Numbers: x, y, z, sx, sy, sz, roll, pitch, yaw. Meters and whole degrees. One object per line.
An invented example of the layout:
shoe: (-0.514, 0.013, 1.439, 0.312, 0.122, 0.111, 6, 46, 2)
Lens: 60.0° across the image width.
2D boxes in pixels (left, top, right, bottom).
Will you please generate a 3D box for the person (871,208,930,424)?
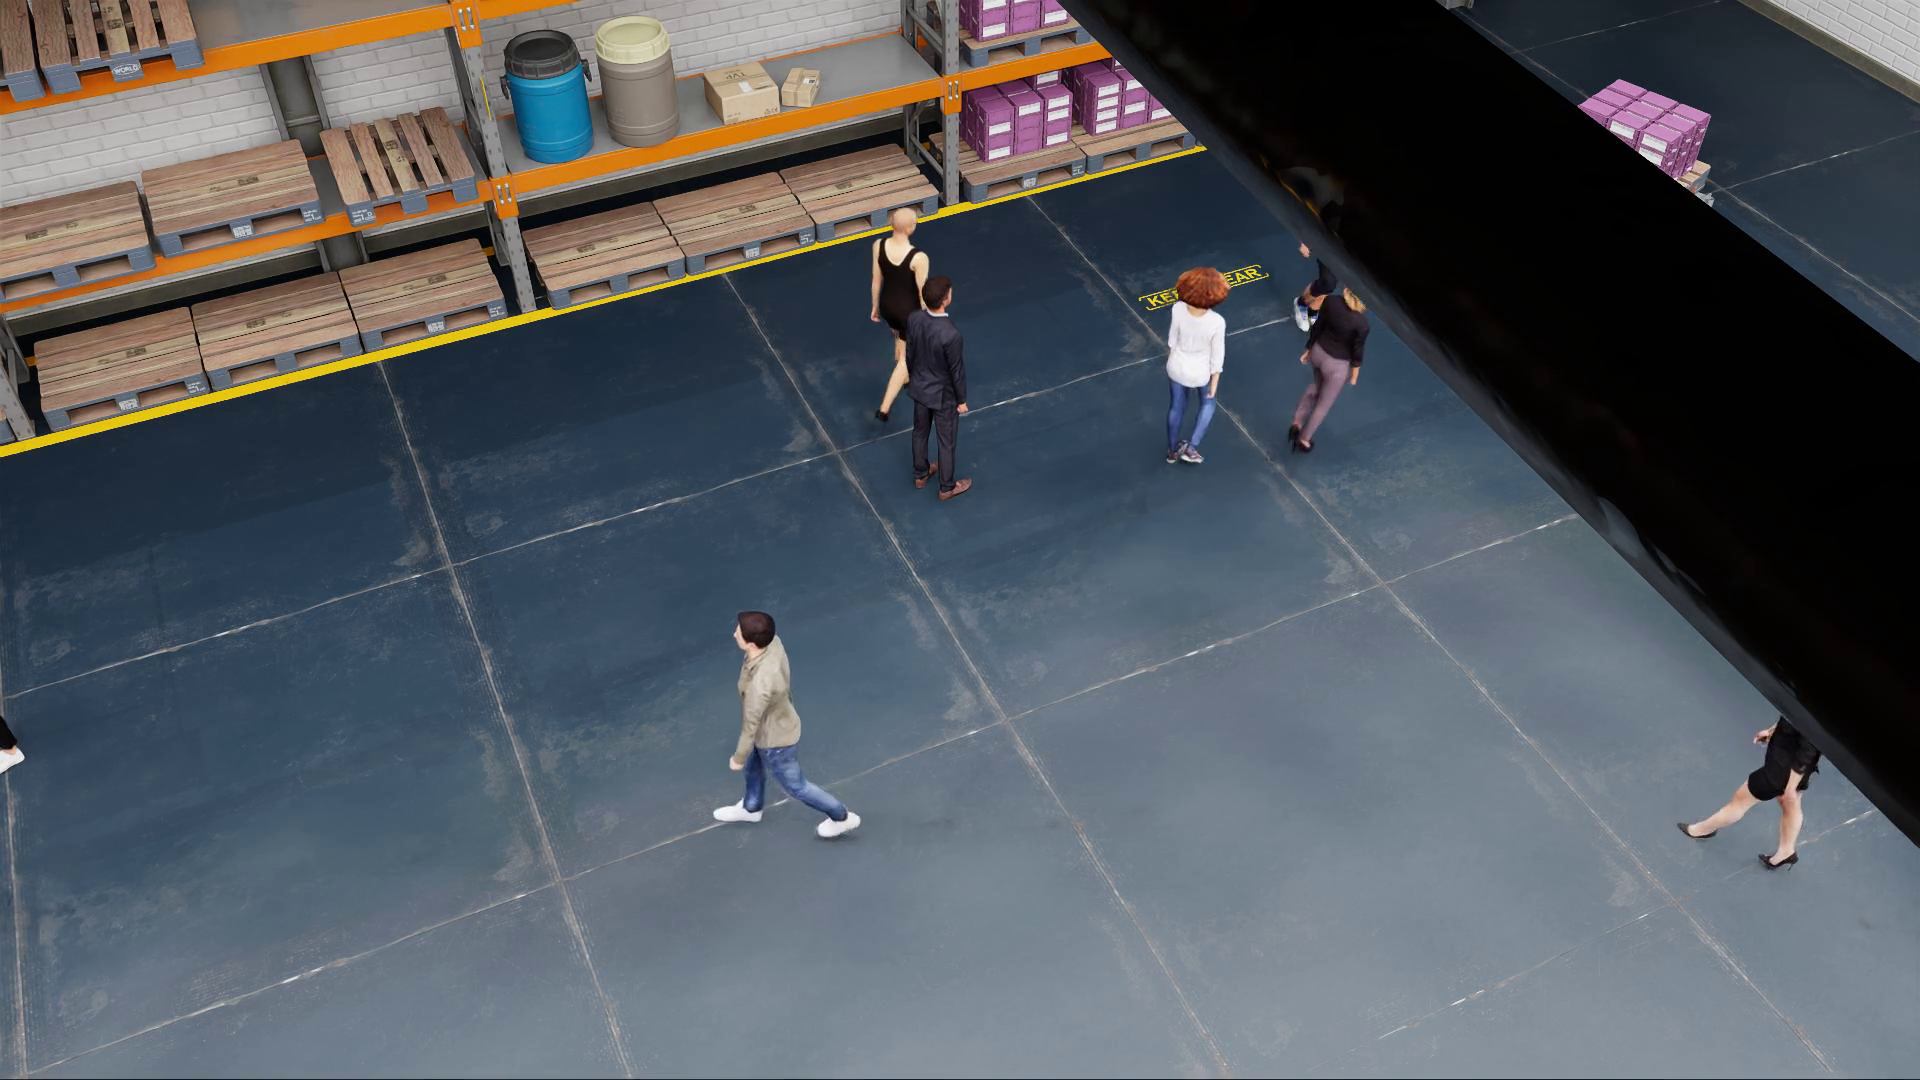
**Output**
person: (-0.484, -1.684, 12.682, 1.073, 1.780, 1.218, 19, 47, 19)

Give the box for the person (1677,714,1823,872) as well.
person: (4.861, 1.352, 9.579, 0.937, 1.664, 0.958, 26, 49, 25)

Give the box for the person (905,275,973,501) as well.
person: (-0.169, -1.100, 12.006, 0.738, 1.867, 0.745, 27, 50, 25)

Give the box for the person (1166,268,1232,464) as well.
person: (1.676, -1.223, 12.253, 0.774, 1.704, 0.821, 21, 47, 21)

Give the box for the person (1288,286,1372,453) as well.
person: (2.676, -1.244, 12.316, 0.660, 1.648, 0.680, -30, 51, -28)

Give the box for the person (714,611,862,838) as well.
person: (-0.988, 1.132, 9.679, 1.258, 1.845, 1.004, -1, 44, -1)
